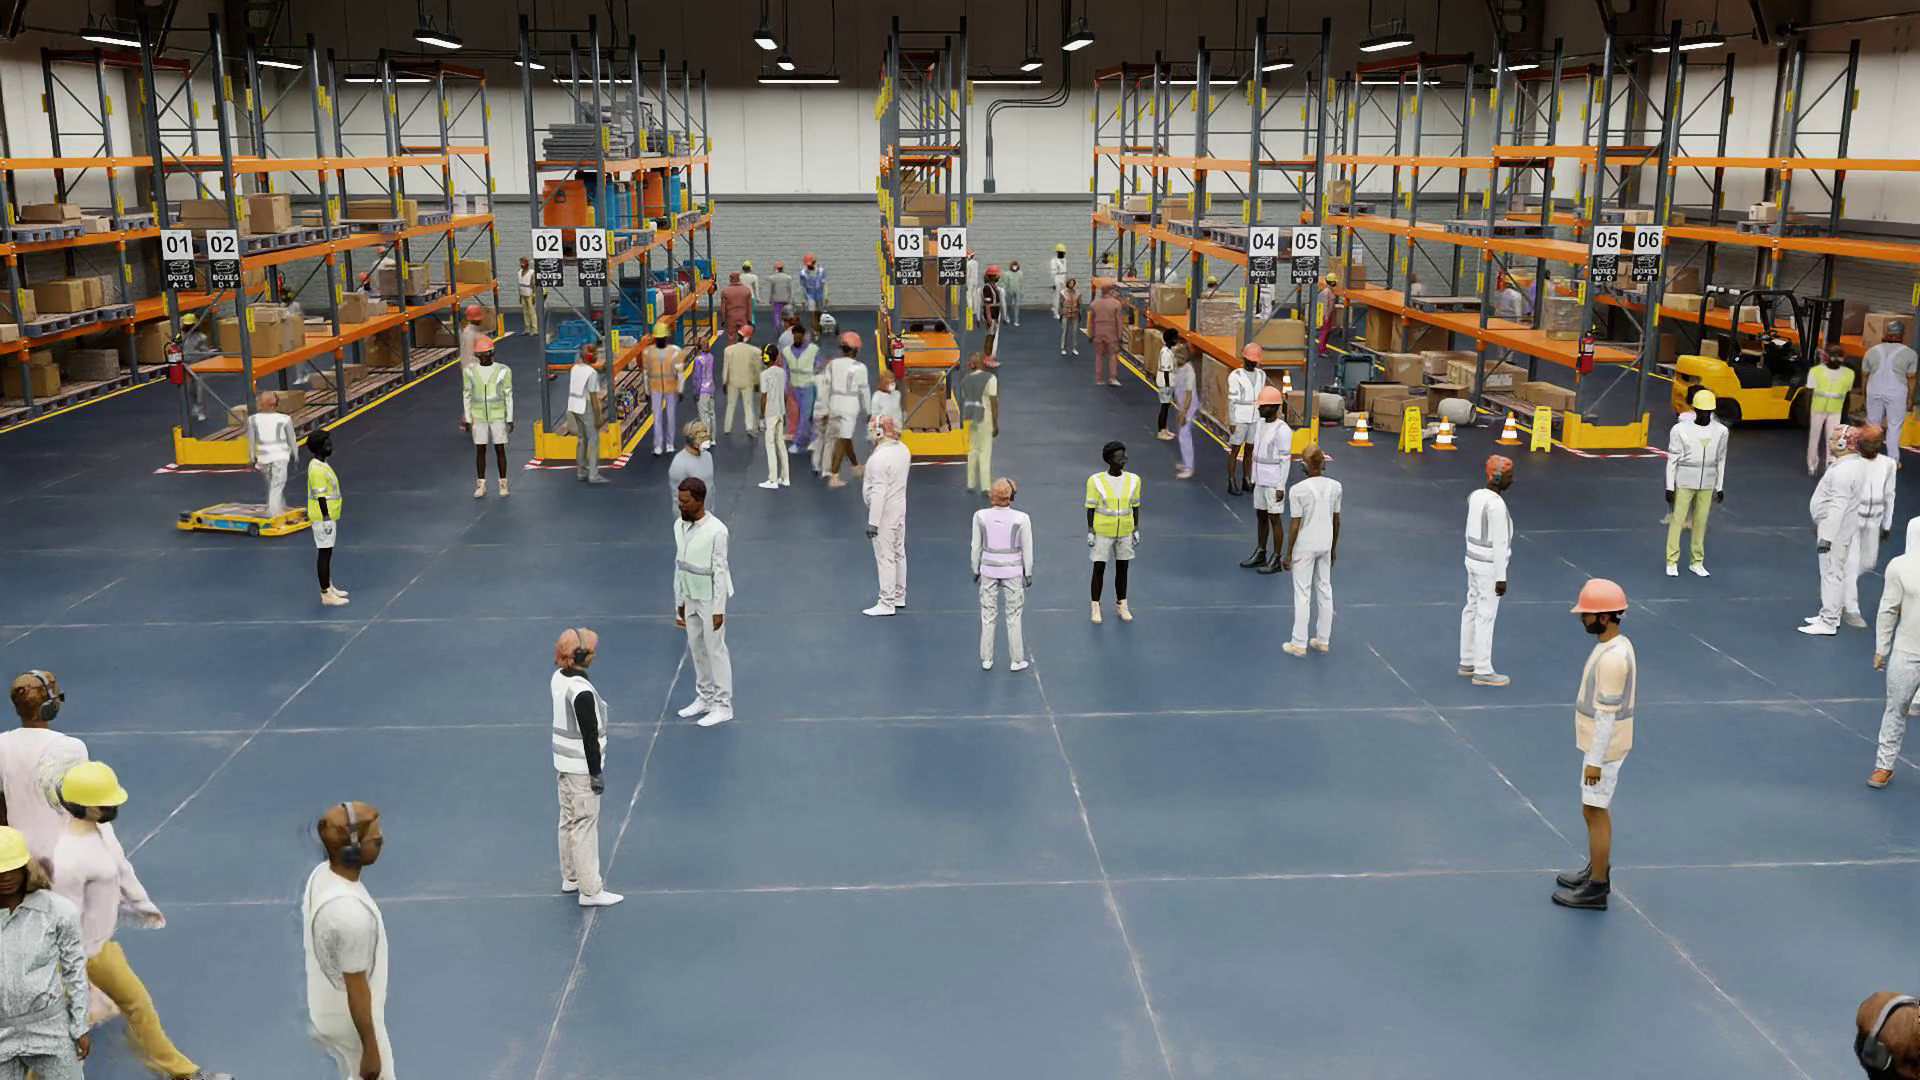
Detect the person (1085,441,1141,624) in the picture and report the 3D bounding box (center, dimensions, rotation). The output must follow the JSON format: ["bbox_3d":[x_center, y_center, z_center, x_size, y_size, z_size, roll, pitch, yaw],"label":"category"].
[{"bbox_3d":[1.408,-0.074,15.310,0.539,1.700,0.317,-3,14,-13],"label":"person"}]

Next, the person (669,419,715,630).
[{"bbox_3d":[-2.410,-0.142,15.118,0.379,1.931,0.624,5,14,18],"label":"person"}]

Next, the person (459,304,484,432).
[{"bbox_3d":[-7.539,-2.668,25.744,0.477,1.970,0.803,-3,14,-11],"label":"person"}]

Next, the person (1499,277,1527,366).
[{"bbox_3d":[11.079,-4.401,33.462,0.406,1.790,0.676,-3,14,-14],"label":"person"}]

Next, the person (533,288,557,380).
[{"bbox_3d":[-7.835,-3.892,31.370,0.344,1.758,0.519,0,13,-2],"label":"person"}]

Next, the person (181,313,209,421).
[{"bbox_3d":[-12.300,-2.777,26.695,0.501,1.725,0.392,-2,13,-7],"label":"person"}]

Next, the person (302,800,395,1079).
[{"bbox_3d":[-2.456,1.913,6.617,0.584,1.833,0.534,-9,16,-33],"label":"person"}]

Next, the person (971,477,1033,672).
[{"bbox_3d":[0.351,0.294,13.881,0.521,1.638,0.311,3,14,14],"label":"person"}]

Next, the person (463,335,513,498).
[{"bbox_3d":[-5.885,-1.538,20.774,0.605,2.045,0.377,-2,13,-8],"label":"person"}]

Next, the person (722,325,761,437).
[{"bbox_3d":[-3.294,-2.385,25.104,0.598,1.706,0.531,-2,13,-8],"label":"person"}]

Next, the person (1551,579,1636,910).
[{"bbox_3d":[3.661,1.167,9.586,0.389,1.923,0.549,5,14,20],"label":"person"}]

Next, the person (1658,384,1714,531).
[{"bbox_3d":[8.317,-0.952,19.060,0.558,1.676,0.553,-6,15,-24],"label":"person"}]

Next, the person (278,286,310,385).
[{"bbox_3d":[-12.306,-3.766,30.676,0.580,1.835,0.491,6,15,24],"label":"person"}]

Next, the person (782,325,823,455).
[{"bbox_3d":[-2.258,-2.150,23.778,0.597,1.849,0.982,6,14,23],"label":"person"}]

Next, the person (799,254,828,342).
[{"bbox_3d":[-3.332,-5.536,37.863,0.638,1.977,0.975,-2,14,-10],"label":"person"}]

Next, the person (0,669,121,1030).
[{"bbox_3d":[-4.466,1.531,8.201,0.520,1.844,0.331,1,13,4],"label":"person"}]

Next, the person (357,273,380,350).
[{"bbox_3d":[-11.727,-4.364,33.104,0.617,1.887,0.671,-8,15,-30],"label":"person"}]

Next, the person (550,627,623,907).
[{"bbox_3d":[-2.191,1.306,9.602,0.309,1.637,0.513,-9,16,-32],"label":"person"}]

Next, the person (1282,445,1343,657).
[{"bbox_3d":[3.016,0.095,14.297,0.504,1.840,0.345,-5,14,-20],"label":"person"}]

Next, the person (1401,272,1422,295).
[{"bbox_3d":[10.105,-5.194,37.201,0.491,1.606,0.783,0,13,-2],"label":"person"}]

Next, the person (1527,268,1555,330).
[{"bbox_3d":[12.439,-4.911,35.626,0.859,1.814,0.641,-6,15,-25],"label":"person"}]

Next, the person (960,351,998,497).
[{"bbox_3d":[0.282,-1.453,20.948,0.399,1.806,0.734,-13,18,-43],"label":"person"}]

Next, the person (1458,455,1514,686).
[{"bbox_3d":[4.310,0.241,13.580,0.353,1.886,0.573,-1,13,-6],"label":"person"}]

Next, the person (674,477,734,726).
[{"bbox_3d":[-1.944,0.453,12.645,0.584,1.911,0.391,13,18,43],"label":"person"}]

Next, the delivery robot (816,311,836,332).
[{"bbox_3d":[-3.146,-5.120,38.940,0.477,0.478,0.707,-4,14,-17],"label":"delivery robot"}]

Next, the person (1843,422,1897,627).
[{"bbox_3d":[8.307,-0.177,15.400,0.602,1.864,0.780,0,13,-1],"label":"person"}]

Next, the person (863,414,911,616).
[{"bbox_3d":[-0.710,-0.239,15.575,0.407,1.905,0.638,5,14,21],"label":"person"}]

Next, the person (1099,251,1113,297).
[{"bbox_3d":[3.581,-6.128,40.638,0.412,1.848,0.560,-1,13,-3],"label":"person"}]

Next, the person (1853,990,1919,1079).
[{"bbox_3d":[2.793,2.260,5.131,0.636,1.843,0.429,-7,15,-27],"label":"person"}]

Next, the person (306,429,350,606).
[{"bbox_3d":[-6.076,-0.218,15.929,0.318,1.697,0.535,-5,14,-20],"label":"person"}]

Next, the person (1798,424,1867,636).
[{"bbox_3d":[7.844,-0.093,14.950,0.408,1.909,0.638,10,16,36],"label":"person"}]

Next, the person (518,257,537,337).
[{"bbox_3d":[-10.028,-5.651,38.652,0.562,1.840,0.396,10,17,37],"label":"person"}]

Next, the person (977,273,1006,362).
[{"bbox_3d":[0.636,-4.551,34.020,0.594,1.832,1.024,1,13,5],"label":"person"}]

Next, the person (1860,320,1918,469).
[{"bbox_3d":[12.708,-2.002,22.748,0.535,2.000,0.686,-12,18,-41],"label":"person"}]
